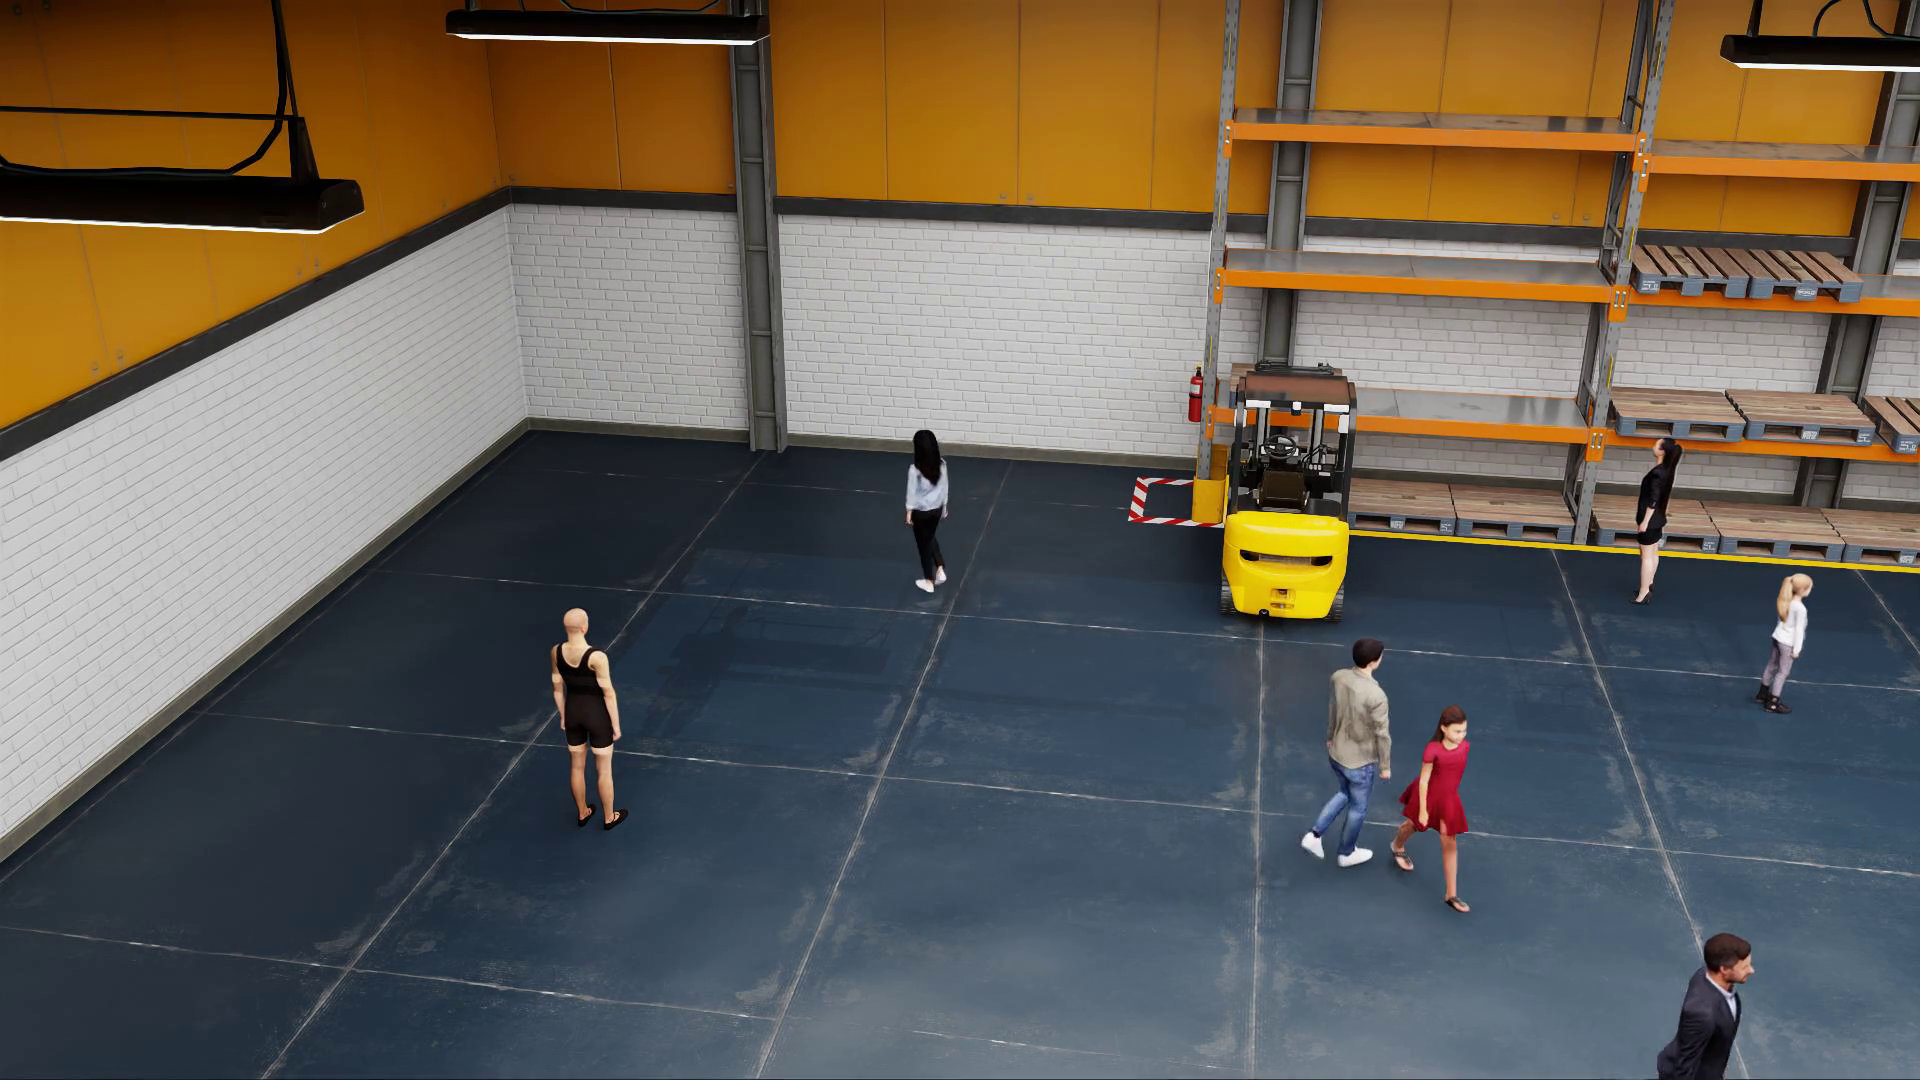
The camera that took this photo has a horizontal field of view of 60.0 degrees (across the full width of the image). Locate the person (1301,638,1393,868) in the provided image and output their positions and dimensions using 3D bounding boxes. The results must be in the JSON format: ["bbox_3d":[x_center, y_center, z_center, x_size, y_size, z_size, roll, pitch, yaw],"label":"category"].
[{"bbox_3d":[2.745,1.569,11.888,1.002,1.846,0.931,-12,26,-25],"label":"person"}]

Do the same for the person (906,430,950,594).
[{"bbox_3d":[-0.271,-0.248,16.222,0.765,1.705,0.820,-19,30,-37],"label":"person"}]

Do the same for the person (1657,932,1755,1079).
[{"bbox_3d":[3.849,2.863,8.940,1.238,1.836,0.831,10,25,21],"label":"person"}]

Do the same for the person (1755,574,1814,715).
[{"bbox_3d":[7.045,0.867,14.202,0.550,1.278,0.531,-2,24,-3],"label":"person"}]

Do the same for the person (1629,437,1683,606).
[{"bbox_3d":[6.711,-0.193,16.105,0.671,1.697,0.677,16,28,32],"label":"person"}]

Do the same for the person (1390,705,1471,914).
[{"bbox_3d":[3.343,1.797,11.786,1.133,1.510,0.963,-7,25,-17],"label":"person"}]

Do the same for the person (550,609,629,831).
[{"bbox_3d":[-2.798,1.339,12.453,0.488,1.816,0.733,7,25,16],"label":"person"}]
